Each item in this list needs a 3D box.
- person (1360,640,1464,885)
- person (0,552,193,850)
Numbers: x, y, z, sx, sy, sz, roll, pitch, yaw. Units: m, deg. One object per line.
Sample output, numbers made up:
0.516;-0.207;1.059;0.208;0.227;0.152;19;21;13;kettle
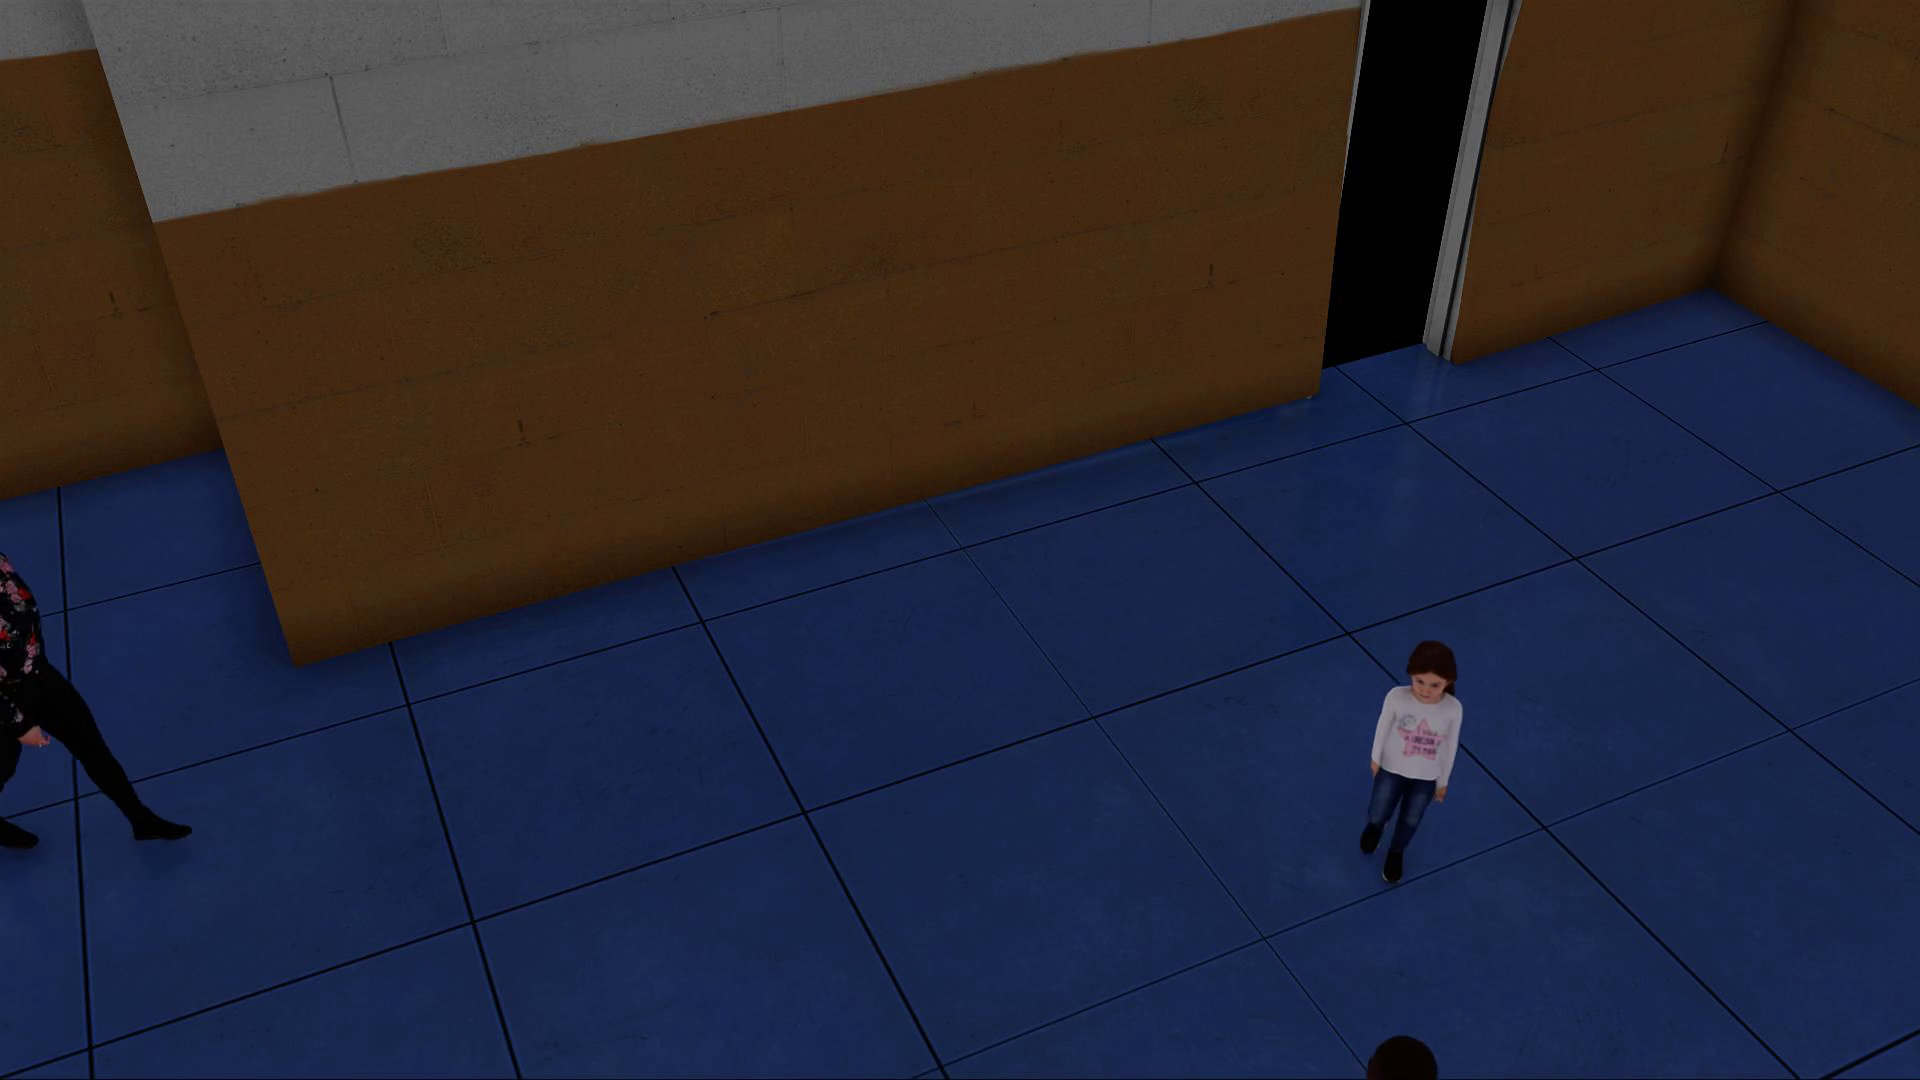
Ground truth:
1.697;0.794;6.220;0.549;1.104;0.608;9;38;12;person
-3.550;0.567;6.073;1.023;1.643;1.069;5;37;7;person
